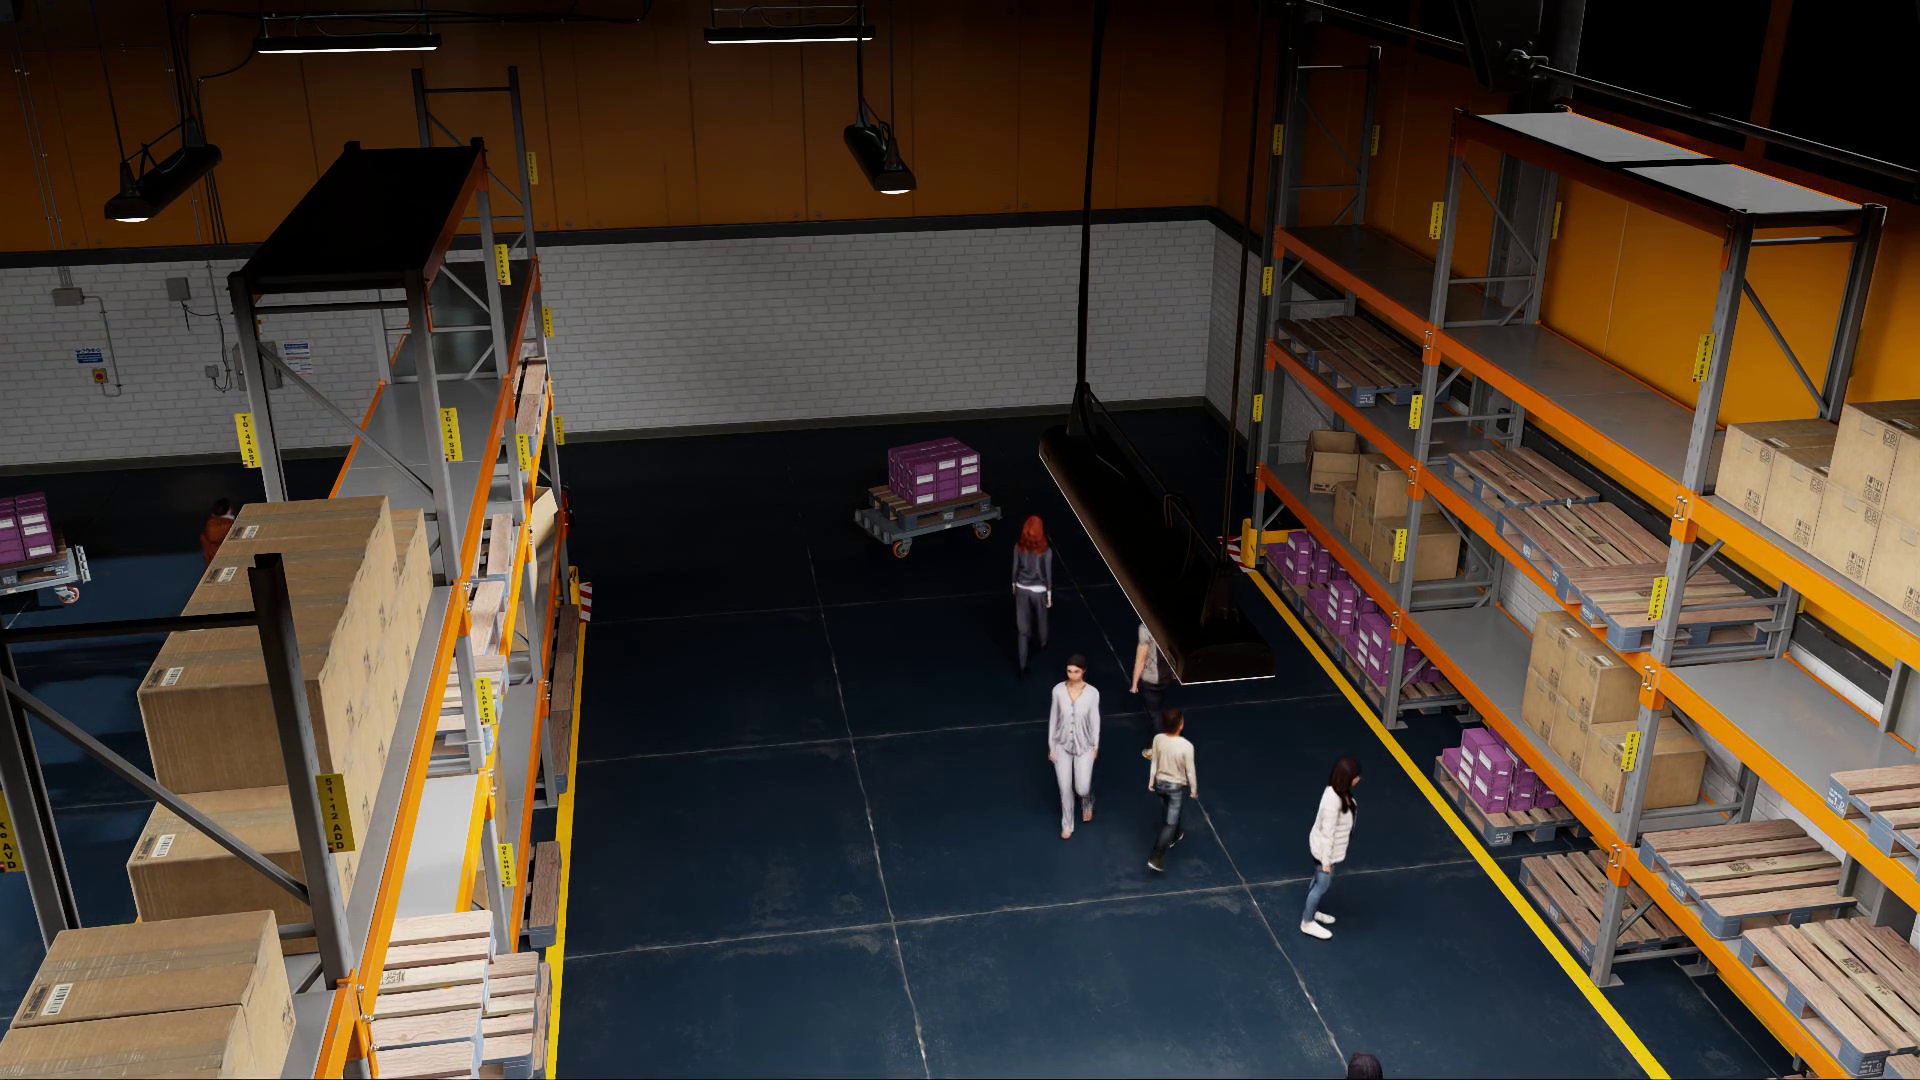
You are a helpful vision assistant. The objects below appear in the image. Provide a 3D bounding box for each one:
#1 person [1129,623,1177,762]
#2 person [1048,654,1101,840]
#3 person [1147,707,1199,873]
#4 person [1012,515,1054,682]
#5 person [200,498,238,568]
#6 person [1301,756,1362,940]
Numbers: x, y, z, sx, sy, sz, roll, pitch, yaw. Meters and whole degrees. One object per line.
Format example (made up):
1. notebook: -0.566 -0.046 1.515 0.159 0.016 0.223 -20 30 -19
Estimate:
1. person: 1.895 1.277 15.429 0.814 1.874 0.850 -21 31 -40
2. person: 1.007 1.749 14.486 0.736 1.764 0.816 6 24 14
3. person: 1.753 2.119 14.040 0.956 1.443 1.027 16 28 31
4. person: 0.711 0.624 17.113 0.954 1.722 1.209 6 24 14
5. person: -7.607 0.483 17.347 0.910 1.793 1.175 2 24 5
6. person: 2.906 2.406 13.154 0.783 1.627 0.667 7 25 16
